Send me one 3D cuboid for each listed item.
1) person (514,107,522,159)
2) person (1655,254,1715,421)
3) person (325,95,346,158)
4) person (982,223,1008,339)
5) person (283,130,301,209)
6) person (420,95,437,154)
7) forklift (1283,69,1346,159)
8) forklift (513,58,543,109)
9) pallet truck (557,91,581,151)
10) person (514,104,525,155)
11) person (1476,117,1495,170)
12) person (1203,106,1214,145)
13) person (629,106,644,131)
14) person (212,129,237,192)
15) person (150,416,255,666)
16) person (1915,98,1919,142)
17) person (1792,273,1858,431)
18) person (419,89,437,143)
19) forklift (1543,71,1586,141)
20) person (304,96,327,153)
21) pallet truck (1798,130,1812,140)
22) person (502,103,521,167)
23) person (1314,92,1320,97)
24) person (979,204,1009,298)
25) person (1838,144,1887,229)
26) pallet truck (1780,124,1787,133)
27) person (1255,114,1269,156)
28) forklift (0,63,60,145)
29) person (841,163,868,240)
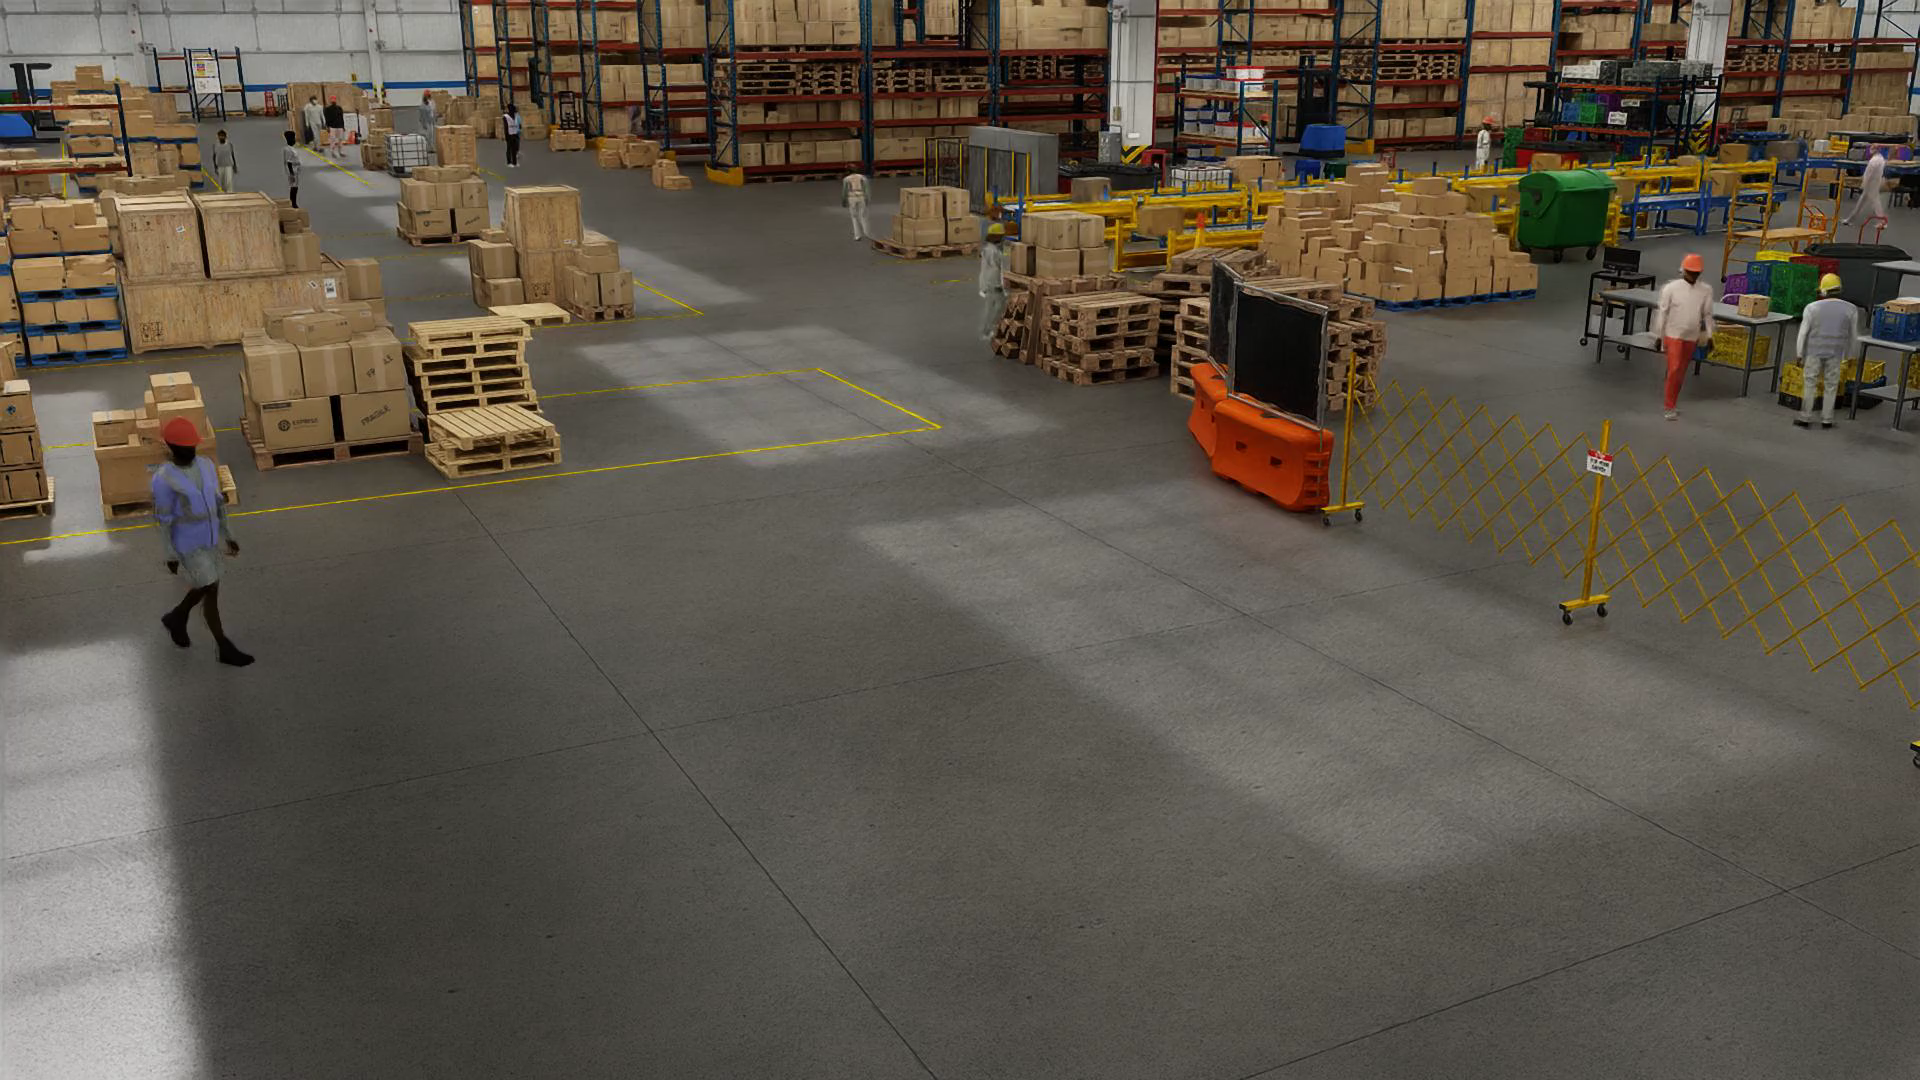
[{"bbox_3d":[-14.533,-13.277,54.141,0.460,1.679,0.560,11,21,30],"label":"person"},{"bbox_3d":[8.670,-2.405,19.799,0.629,1.965,0.798,-2,18,-6],"label":"person"},{"bbox_3d":[-20.486,-13.574,54.585,0.399,1.989,0.622,17,24,42],"label":"person"},{"bbox_3d":[0.555,-3.818,24.592,0.526,1.723,0.505,-1,18,-3],"label":"person"},{"bbox_3d":[-15.836,-8.725,39.507,0.361,1.964,0.617,-5,18,-14],"label":"person"},{"bbox_3d":[-17.925,-13.957,55.881,0.505,1.927,0.648,2,18,5],"label":"person"},{"bbox_3d":[11.615,-13.871,54.079,1.129,2.768,1.873,-9,20,-27],"label":"forklift"},{"bbox_3d":[-16.728,-17.565,65.595,1.873,2.768,1.129,-9,20,-26],"label":"forklift"},{"bbox_3d":[-13.495,-14.412,57.188,0.823,1.965,1.885,-3,18,-9],"label":"pallet truck"},{"bbox_3d":[-14.807,-13.709,55.578,0.307,1.637,0.525,-15,23,-39],"label":"person"},{"bbox_3d":[13.622,-9.965,43.255,0.395,2.040,0.609,0,18,-1],"label":"person"},{"bbox_3d":[8.187,-13.471,54.803,0.551,1.643,0.882,-9,20,-27],"label":"person"},{"bbox_3d":[-12.019,-15.691,61.567,1.037,1.759,0.629,-10,20,-28],"label":"person"},{"bbox_3d":[-18.463,-9.381,41.765,0.537,1.836,0.603,-6,19,-18],"label":"person"},{"bbox_3d":[-5.756,-0.009,12.426,0.870,1.914,0.544,5,19,17],"label":"person"},{"bbox_3d":[35.368,-15.604,60.959,0.658,1.964,0.731,8,19,23],"label":"person"},{"bbox_3d":[10.066,-2.189,19.370,0.604,1.824,0.403,5,18,15],"label":"person"},{"bbox_3d":[-19.141,-15.269,59.987,0.579,1.914,0.680,-13,22,-36],"label":"person"},{"bbox_3d":[18.685,-13.231,52.085,1.873,2.768,1.129,-9,20,-26],"label":"forklift"},{"bbox_3d":[-21.903,-14.134,56.510,0.641,1.892,1.050,-15,23,-40],"label":"person"},{"bbox_3d":[25.526,-11.556,49.408,1.630,1.274,0.653,-9,20,-26],"label":"pallet truck"},{"bbox_3d":[-13.842,-12.481,51.299,0.370,1.915,0.597,8,20,24],"label":"person"},{"bbox_3d":[12.442,-14.782,58.529,0.889,1.873,0.676,-8,19,-24],"label":"person"},{"bbox_3d":[0.566,-4.854,28.060,0.521,1.580,0.861,-9,20,-26],"label":"person"},{"bbox_3d":[20.333,-7.903,37.136,1.043,1.849,0.663,13,22,35],"label":"person"},{"bbox_3d":[25.206,-12.542,52.601,1.601,1.201,0.680,0,18,-2],"label":"pallet truck"},{"bbox_3d":[8.397,-10.857,46.216,0.384,1.930,0.547,16,24,41],"label":"person"},{"bbox_3d":[-33.500,-15.620,59.532,1.873,2.768,1.129,-9,20,-26],"label":"forklift"},{"bbox_3d":[-2.221,-7.148,35.160,0.531,1.606,0.487,-8,19,-23],"label":"person"}]
